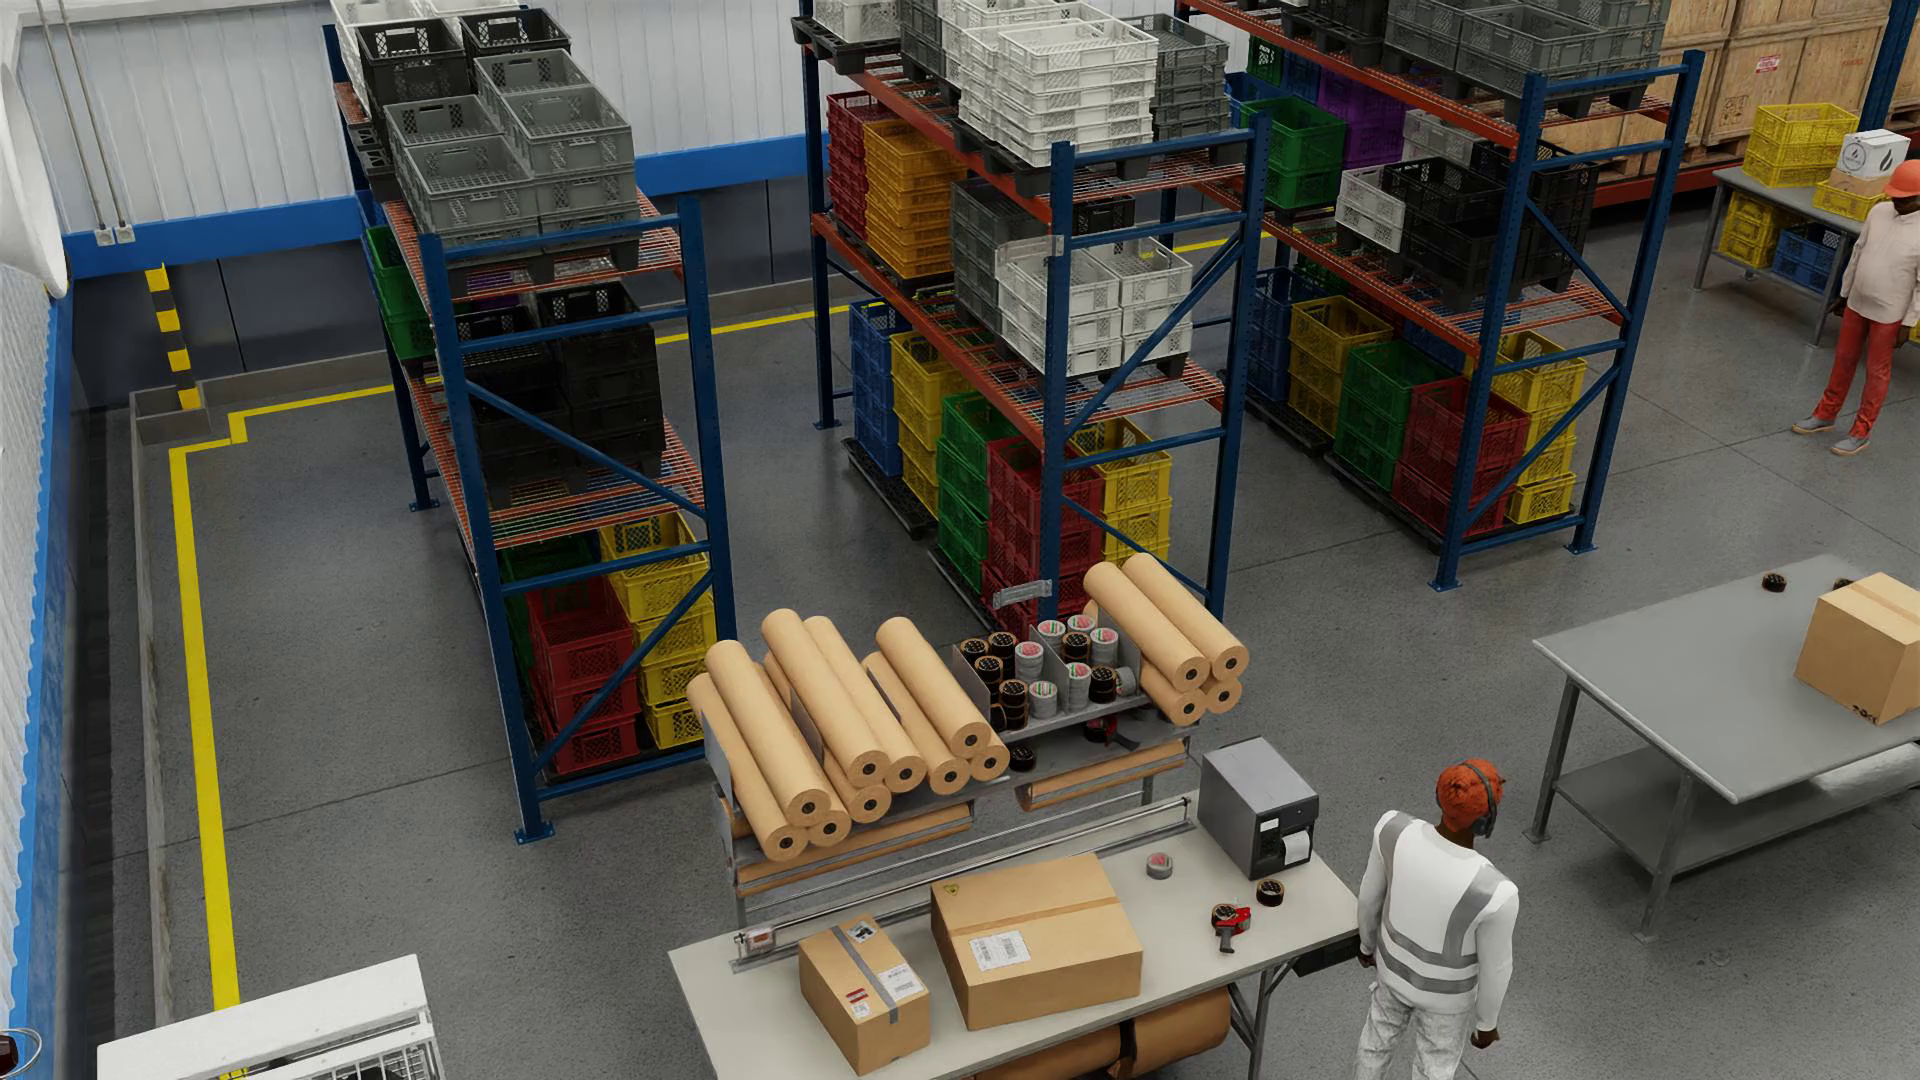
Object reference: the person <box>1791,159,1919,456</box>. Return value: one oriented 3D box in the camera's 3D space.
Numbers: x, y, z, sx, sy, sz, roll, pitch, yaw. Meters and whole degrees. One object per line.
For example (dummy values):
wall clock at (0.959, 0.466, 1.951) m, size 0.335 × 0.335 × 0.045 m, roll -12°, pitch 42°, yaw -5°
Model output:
person at (5.937, -1.506, 10.781) m, size 0.389 × 1.985 × 0.610 m, roll -12°, pitch 33°, yaw -18°

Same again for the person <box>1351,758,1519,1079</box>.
person at (1.660, 1.553, 5.910) m, size 0.337 × 1.879 × 0.583 m, roll -24°, pitch 39°, yaw -34°
